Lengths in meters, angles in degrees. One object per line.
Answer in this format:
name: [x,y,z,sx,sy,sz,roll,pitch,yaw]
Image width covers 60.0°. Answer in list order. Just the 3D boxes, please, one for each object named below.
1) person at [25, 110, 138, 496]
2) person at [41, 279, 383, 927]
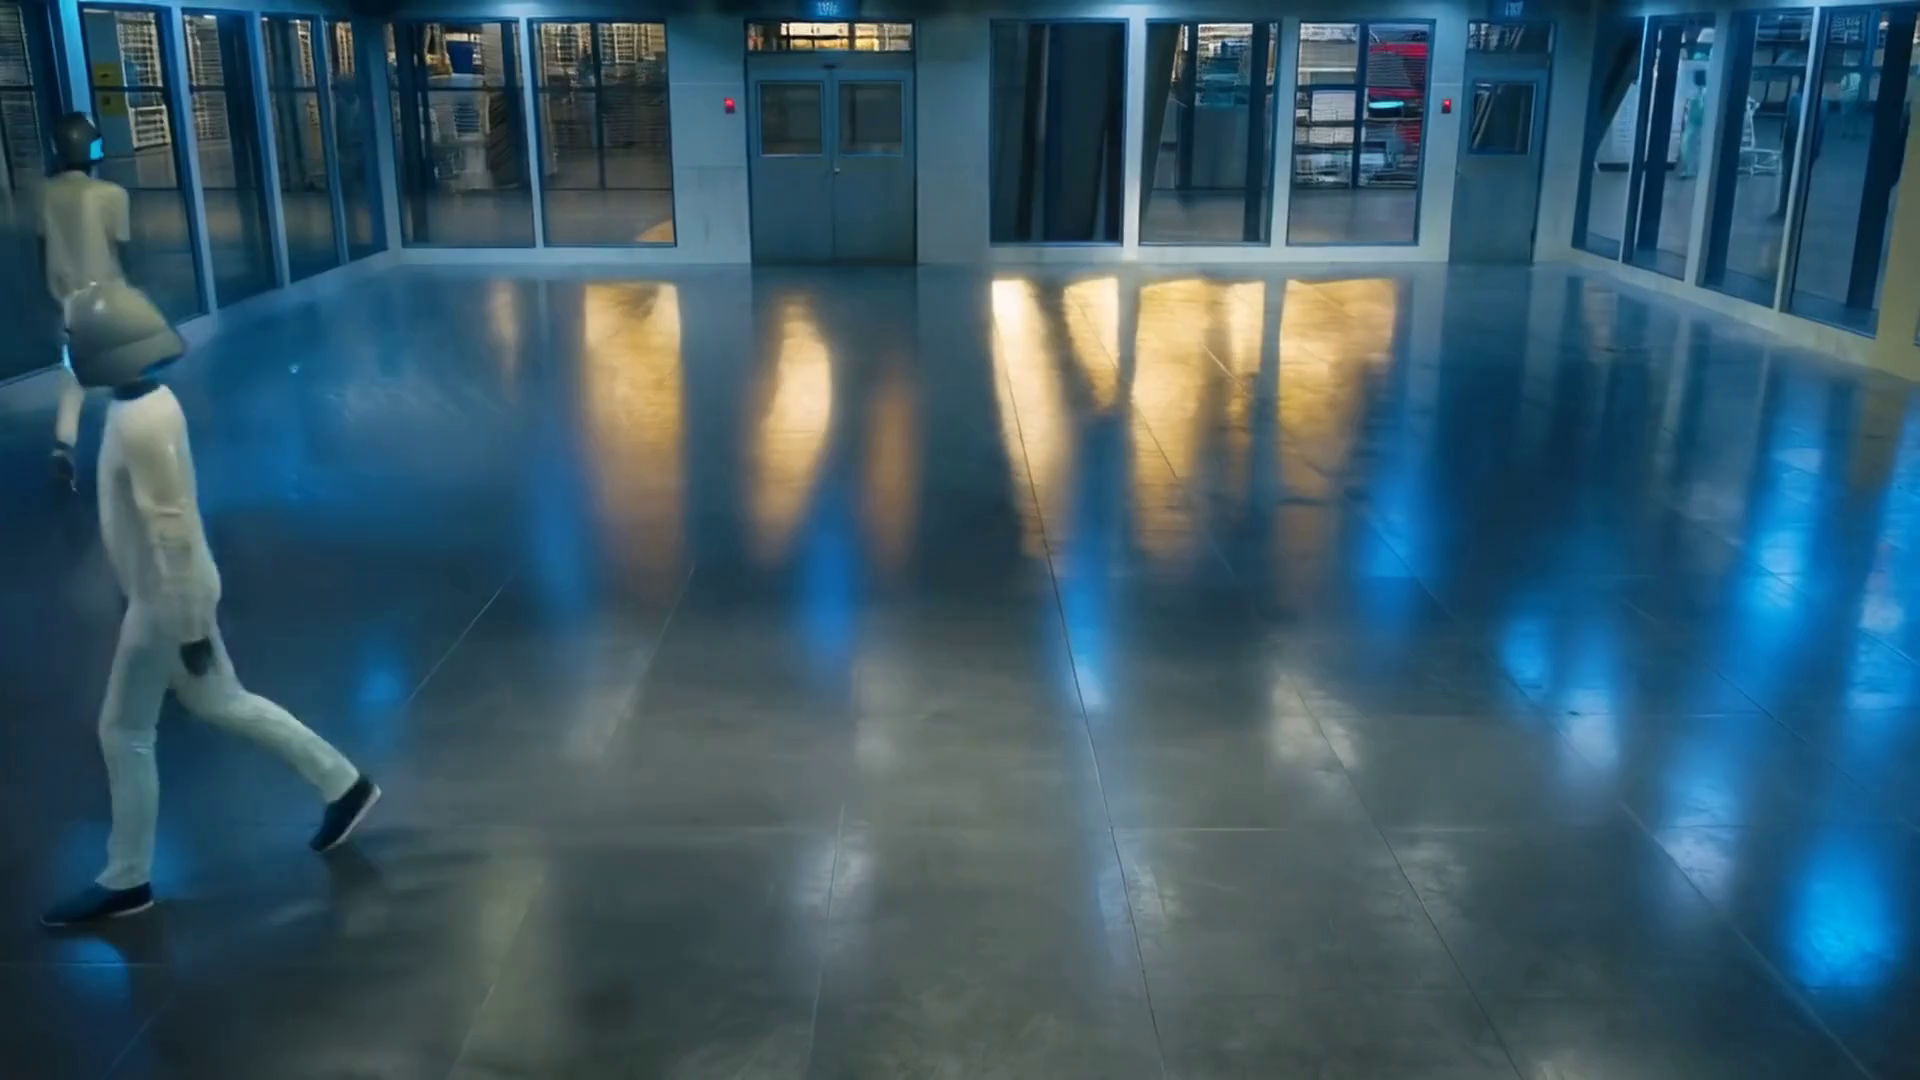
person: [-4.258,-1.134,8.077,0.536,1.846,0.767,-2,17,-7]
person: [-1.928,0.137,4.184,0.805,1.602,0.512,-8,18,-25]
